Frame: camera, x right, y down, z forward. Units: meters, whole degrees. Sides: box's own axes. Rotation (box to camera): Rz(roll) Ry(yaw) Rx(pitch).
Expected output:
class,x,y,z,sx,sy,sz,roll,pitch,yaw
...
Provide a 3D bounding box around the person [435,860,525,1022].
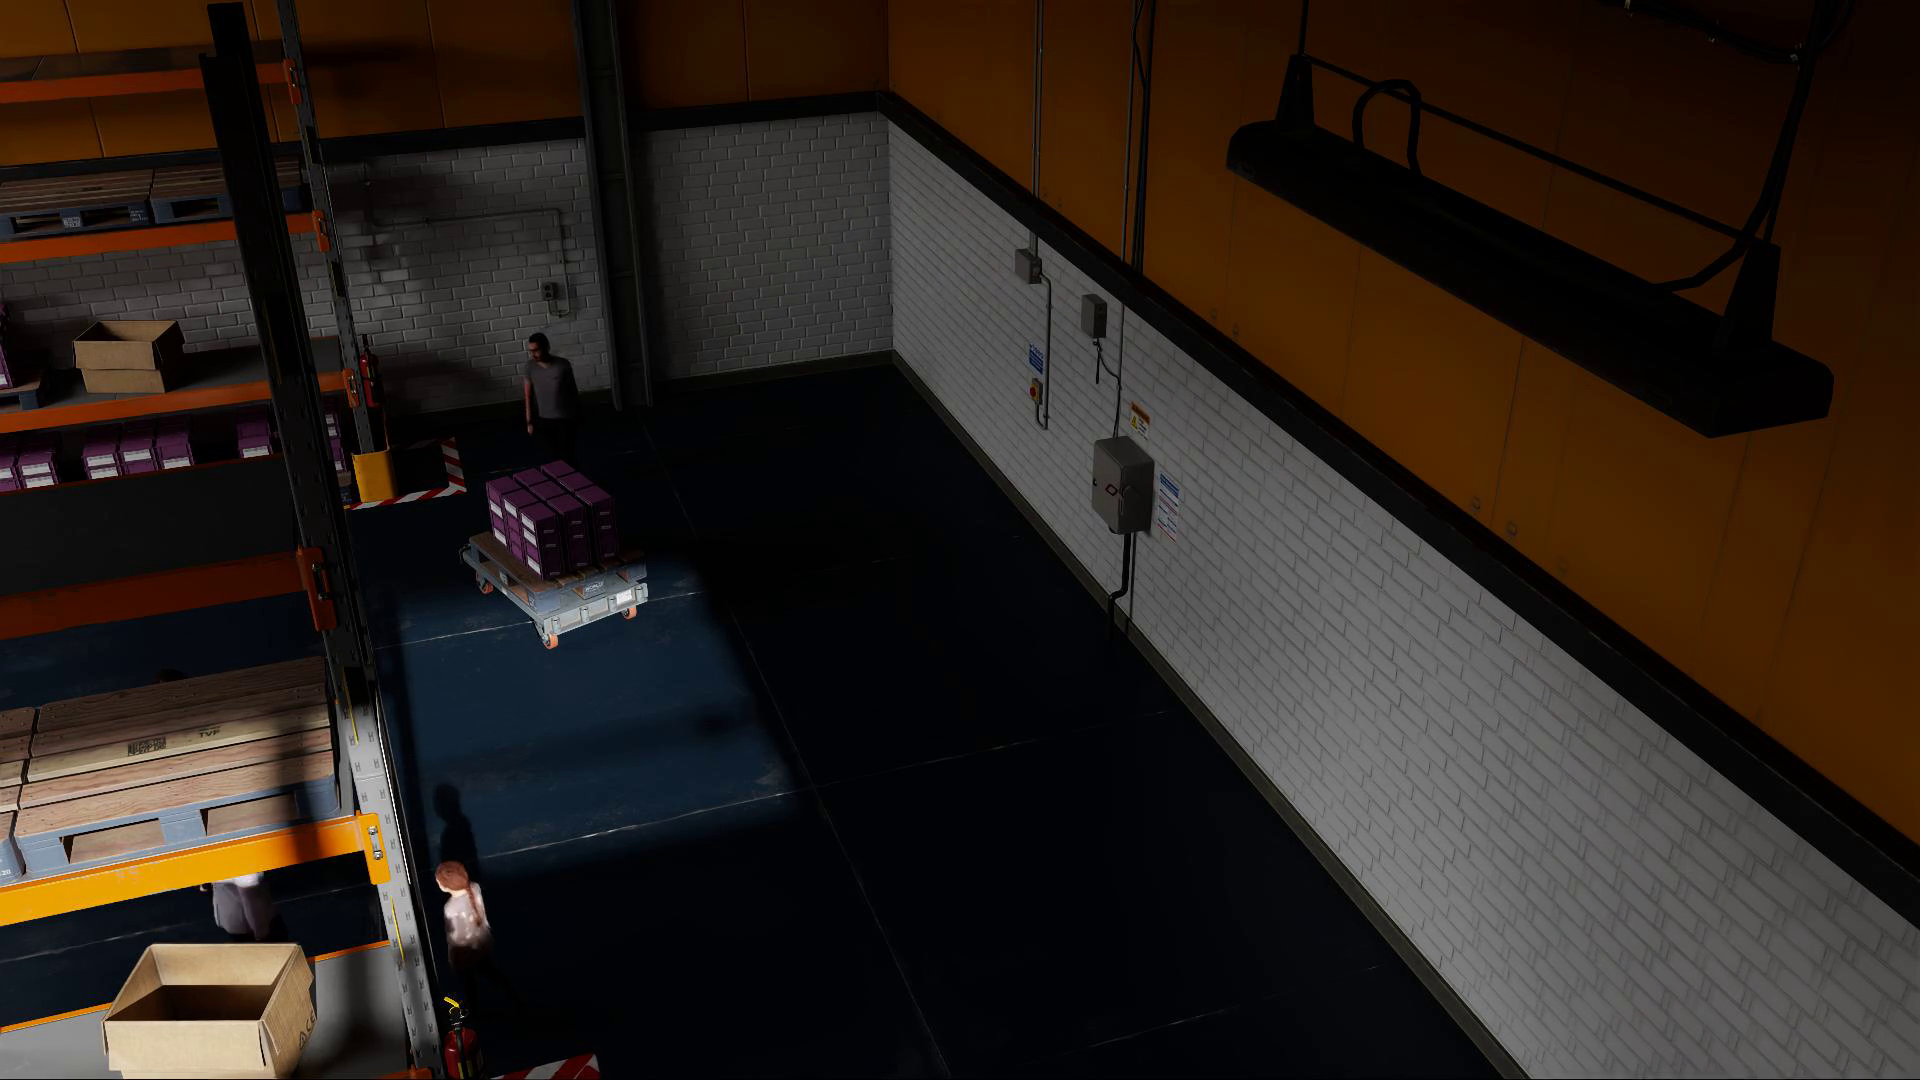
class,x,y,z,sx,sy,sz,roll,pitch,yaw
person,-2.787,2.339,9.613,0.811,1.180,0.735,10,30,18

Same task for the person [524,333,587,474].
class,x,y,z,sx,sy,sz,roll,pitch,yaw
person,-3.707,-1.173,15.485,0.901,1.723,0.904,0,29,0
